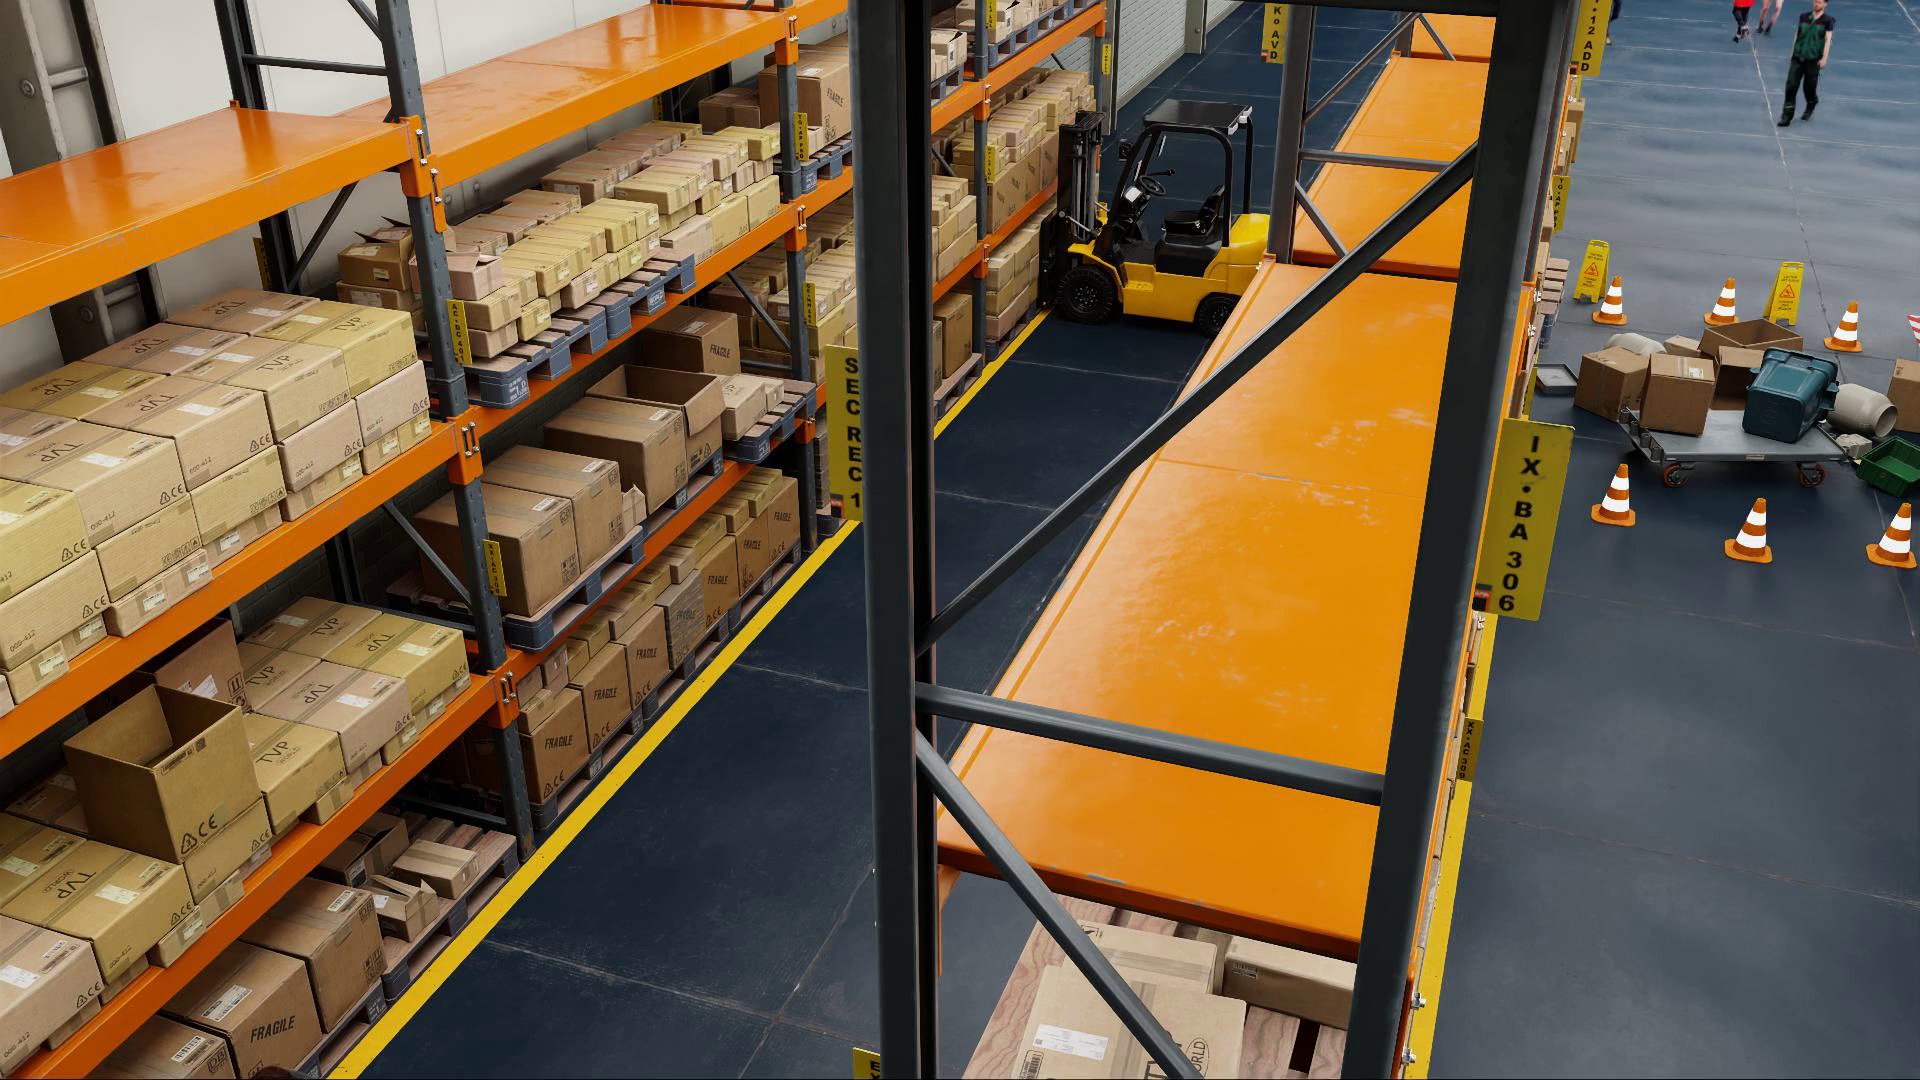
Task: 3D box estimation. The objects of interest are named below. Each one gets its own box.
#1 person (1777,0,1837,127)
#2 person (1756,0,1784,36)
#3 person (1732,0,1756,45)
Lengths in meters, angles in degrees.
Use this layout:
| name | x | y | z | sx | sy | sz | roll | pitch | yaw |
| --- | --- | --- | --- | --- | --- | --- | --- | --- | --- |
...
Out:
| name | x | y | z | sx | sy | sz | roll | pitch | yaw |
| --- | --- | --- | --- | --- | --- | --- | --- | --- | --- |
| person | 12.474 | -7.054 | 24.418 | 1.262 | 1.875 | 1.013 | -25 | 37 | -38 |
| person | 14.821 | -10.000 | 30.160 | 0.658 | 1.679 | 0.787 | 15 | 32 | 26 |
| person | 14.003 | -9.669 | 29.474 | 0.801 | 1.739 | 0.915 | -2 | 28 | -5 |
